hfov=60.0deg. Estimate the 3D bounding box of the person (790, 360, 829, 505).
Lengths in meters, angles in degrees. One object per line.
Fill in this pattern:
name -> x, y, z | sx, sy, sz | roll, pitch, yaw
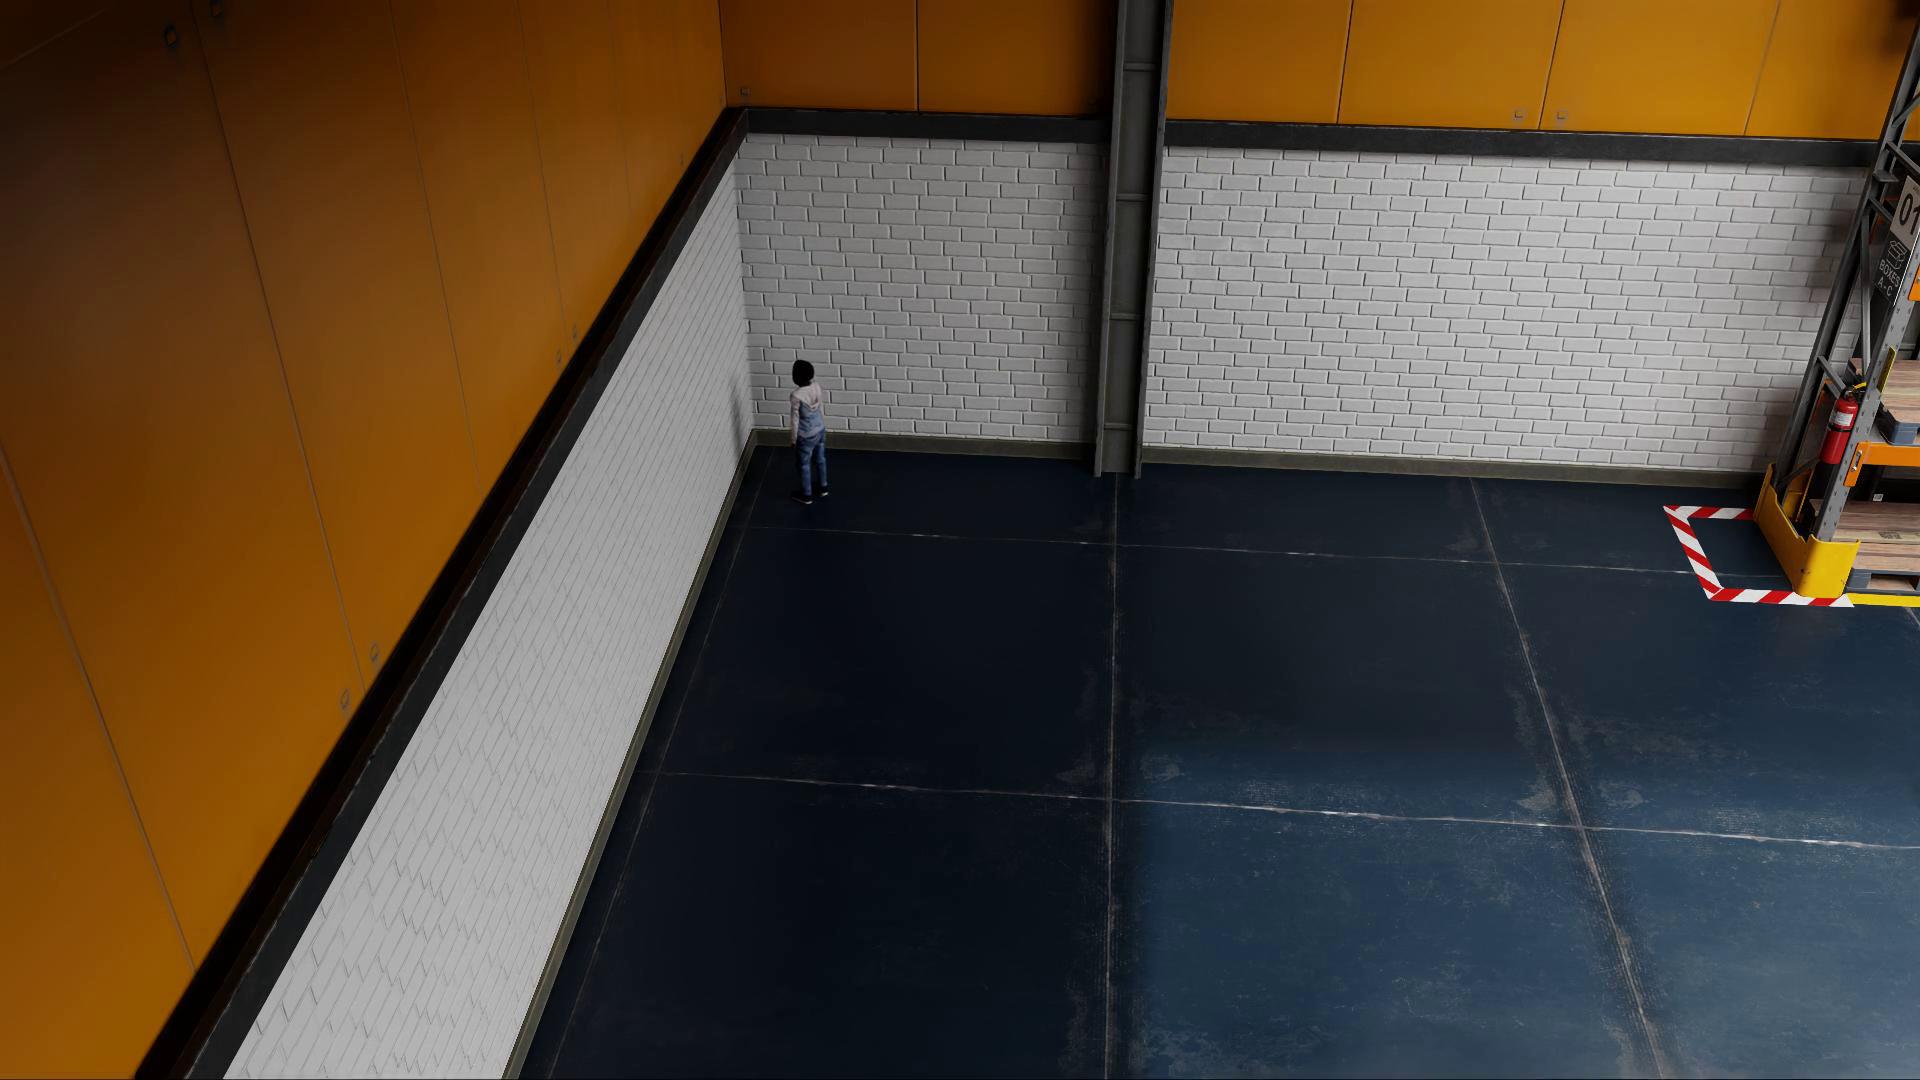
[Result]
person -> -1.237, -0.896, 13.579 | 0.607, 1.257, 0.556 | 27, 42, 35
